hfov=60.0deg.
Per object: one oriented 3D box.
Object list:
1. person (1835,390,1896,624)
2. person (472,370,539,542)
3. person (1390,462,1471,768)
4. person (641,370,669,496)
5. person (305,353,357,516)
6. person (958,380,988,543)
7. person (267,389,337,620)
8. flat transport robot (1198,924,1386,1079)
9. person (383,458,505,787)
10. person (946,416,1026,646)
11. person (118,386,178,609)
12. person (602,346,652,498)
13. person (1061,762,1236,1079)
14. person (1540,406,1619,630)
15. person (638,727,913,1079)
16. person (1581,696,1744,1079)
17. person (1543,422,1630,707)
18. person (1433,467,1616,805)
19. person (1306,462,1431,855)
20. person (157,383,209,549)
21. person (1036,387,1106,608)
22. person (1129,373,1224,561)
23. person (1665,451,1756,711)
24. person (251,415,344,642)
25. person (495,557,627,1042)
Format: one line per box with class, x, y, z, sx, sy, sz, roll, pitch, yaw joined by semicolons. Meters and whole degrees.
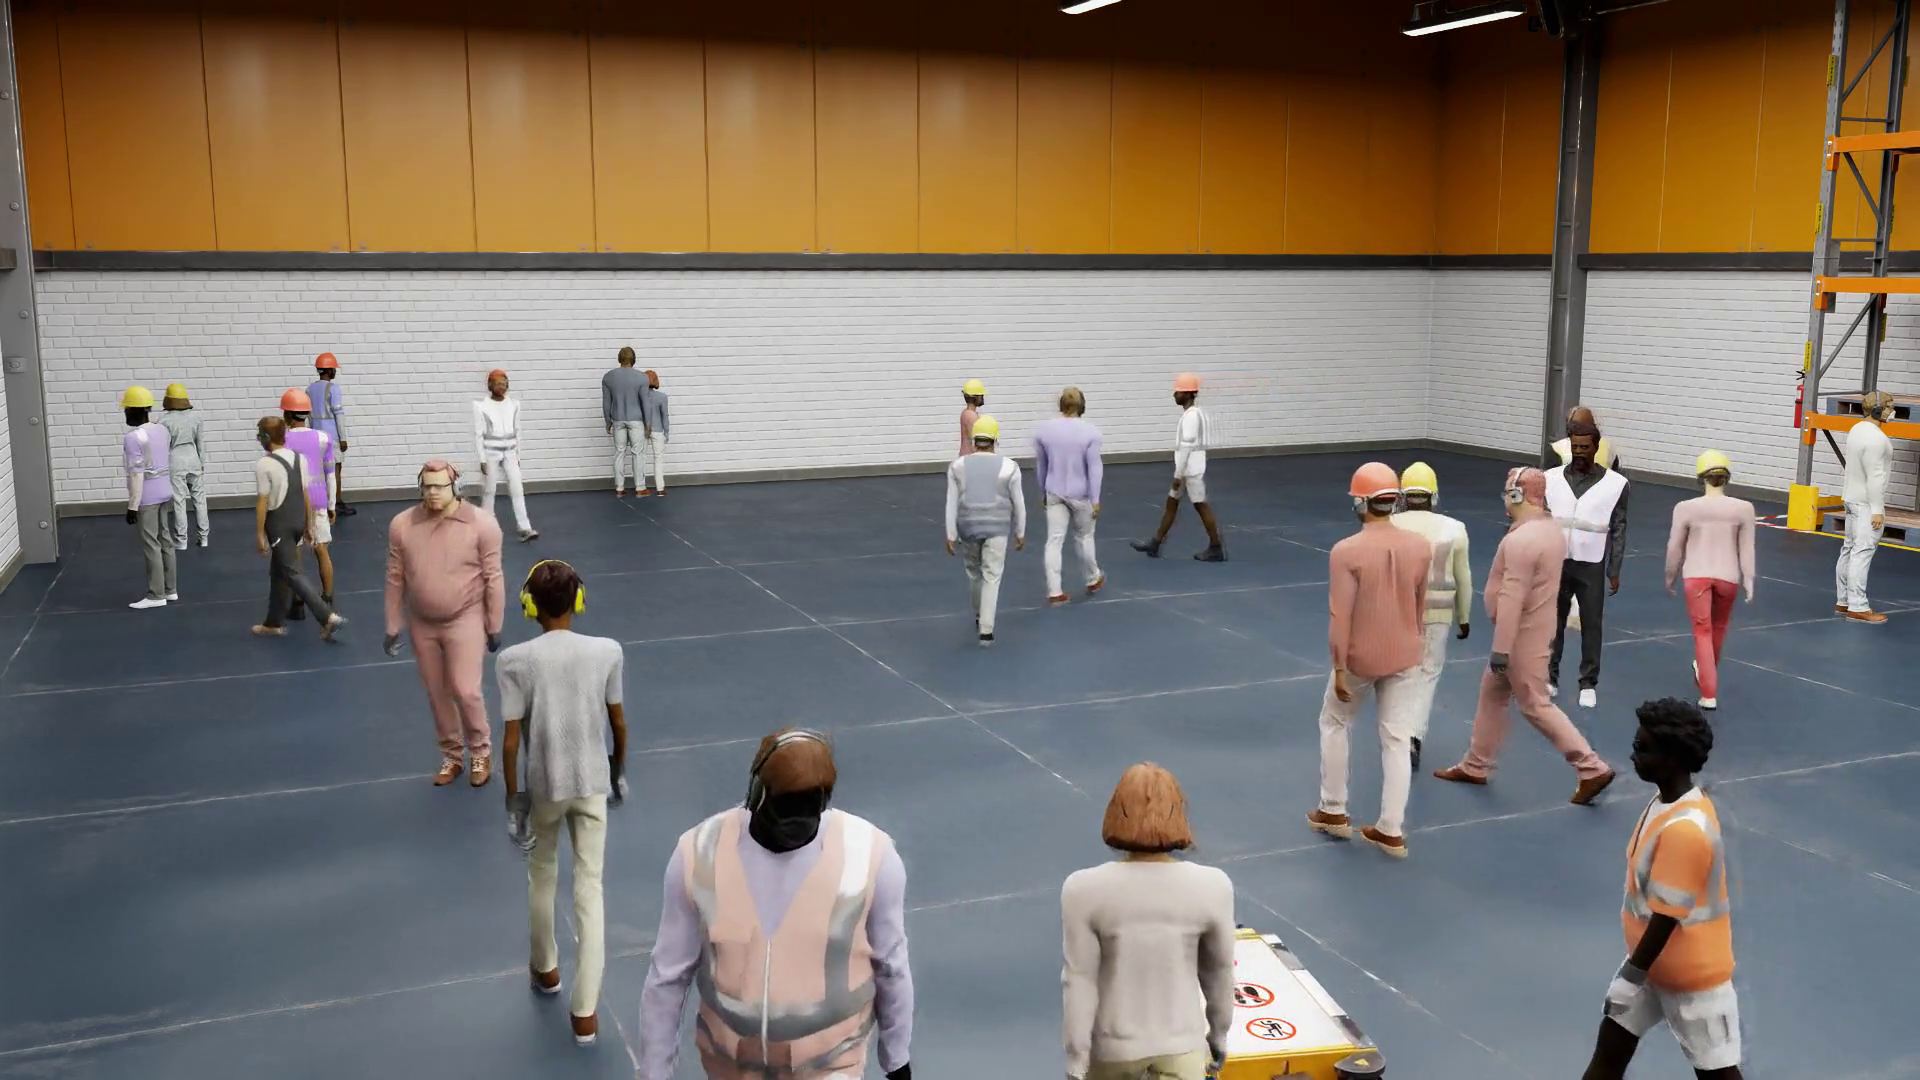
person;7.555;-0.281;13.855;0.372;1.940;0.631;2;10;12
person;-4.859;-0.871;17.721;0.589;1.841;0.941;-8;12;-41
person;2.729;0.435;9.960;0.591;1.800;0.866;5;10;26
person;-3.982;-1.372;21.418;0.494;1.624;0.281;1;9;5
person;-7.464;-1.246;19.705;0.547;1.938;0.359;5;11;27
person;0.142;-0.807;17.573;0.316;1.767;0.523;-2;10;-12
person;-5.514;-0.298;13.952;0.551;1.940;0.352;-8;12;-39
flat transport robot;1.049;1.790;6.343;0.652;0.197;1.431;-2;9;-10
person;-2.927;0.479;9.420;0.650;1.891;0.487;1;9;5
person;0.210;-0.087;13.169;0.612;1.780;0.946;2;10;10
person;-7.053;-0.366;14.420;0.372;1.933;0.593;0;9;1
person;-4.239;-1.503;21.254;0.637;1.938;0.355;1;9;9
person;0.532;1.418;4.632;0.504;1.585;0.872;0;9;-2
person;5.030;-0.205;13.806;0.642;1.802;0.927;-3;10;-17
person;-0.491;1.374;4.257;0.675;1.791;0.901;2;9;9
person;2.196;1.299;5.163;0.914;1.640;0.545;3;10;15
person;4.180;0.161;11.244;0.589;1.917;0.392;6;11;33
person;3.191;0.525;9.245;0.953;1.860;0.656;5;11;30
person;2.087;0.581;8.531;0.615;1.965;0.761;-3;10;-15
person;-8.149;-0.774;17.428;0.290;1.746;0.487;7;12;37
person;1.004;-0.394;14.661;0.660;1.892;0.976;4;10;25
person;2.217;-0.719;16.661;0.975;1.882;0.565;1;9;8
person;5.079;0.249;11.314;0.535;1.702;0.929;2;9;9
person;-5.258;-0.081;13.093;0.921;1.805;0.517;3;10;19
person;-1.564;0.974;6.580;0.497;1.826;0.872;-3;10;-17
